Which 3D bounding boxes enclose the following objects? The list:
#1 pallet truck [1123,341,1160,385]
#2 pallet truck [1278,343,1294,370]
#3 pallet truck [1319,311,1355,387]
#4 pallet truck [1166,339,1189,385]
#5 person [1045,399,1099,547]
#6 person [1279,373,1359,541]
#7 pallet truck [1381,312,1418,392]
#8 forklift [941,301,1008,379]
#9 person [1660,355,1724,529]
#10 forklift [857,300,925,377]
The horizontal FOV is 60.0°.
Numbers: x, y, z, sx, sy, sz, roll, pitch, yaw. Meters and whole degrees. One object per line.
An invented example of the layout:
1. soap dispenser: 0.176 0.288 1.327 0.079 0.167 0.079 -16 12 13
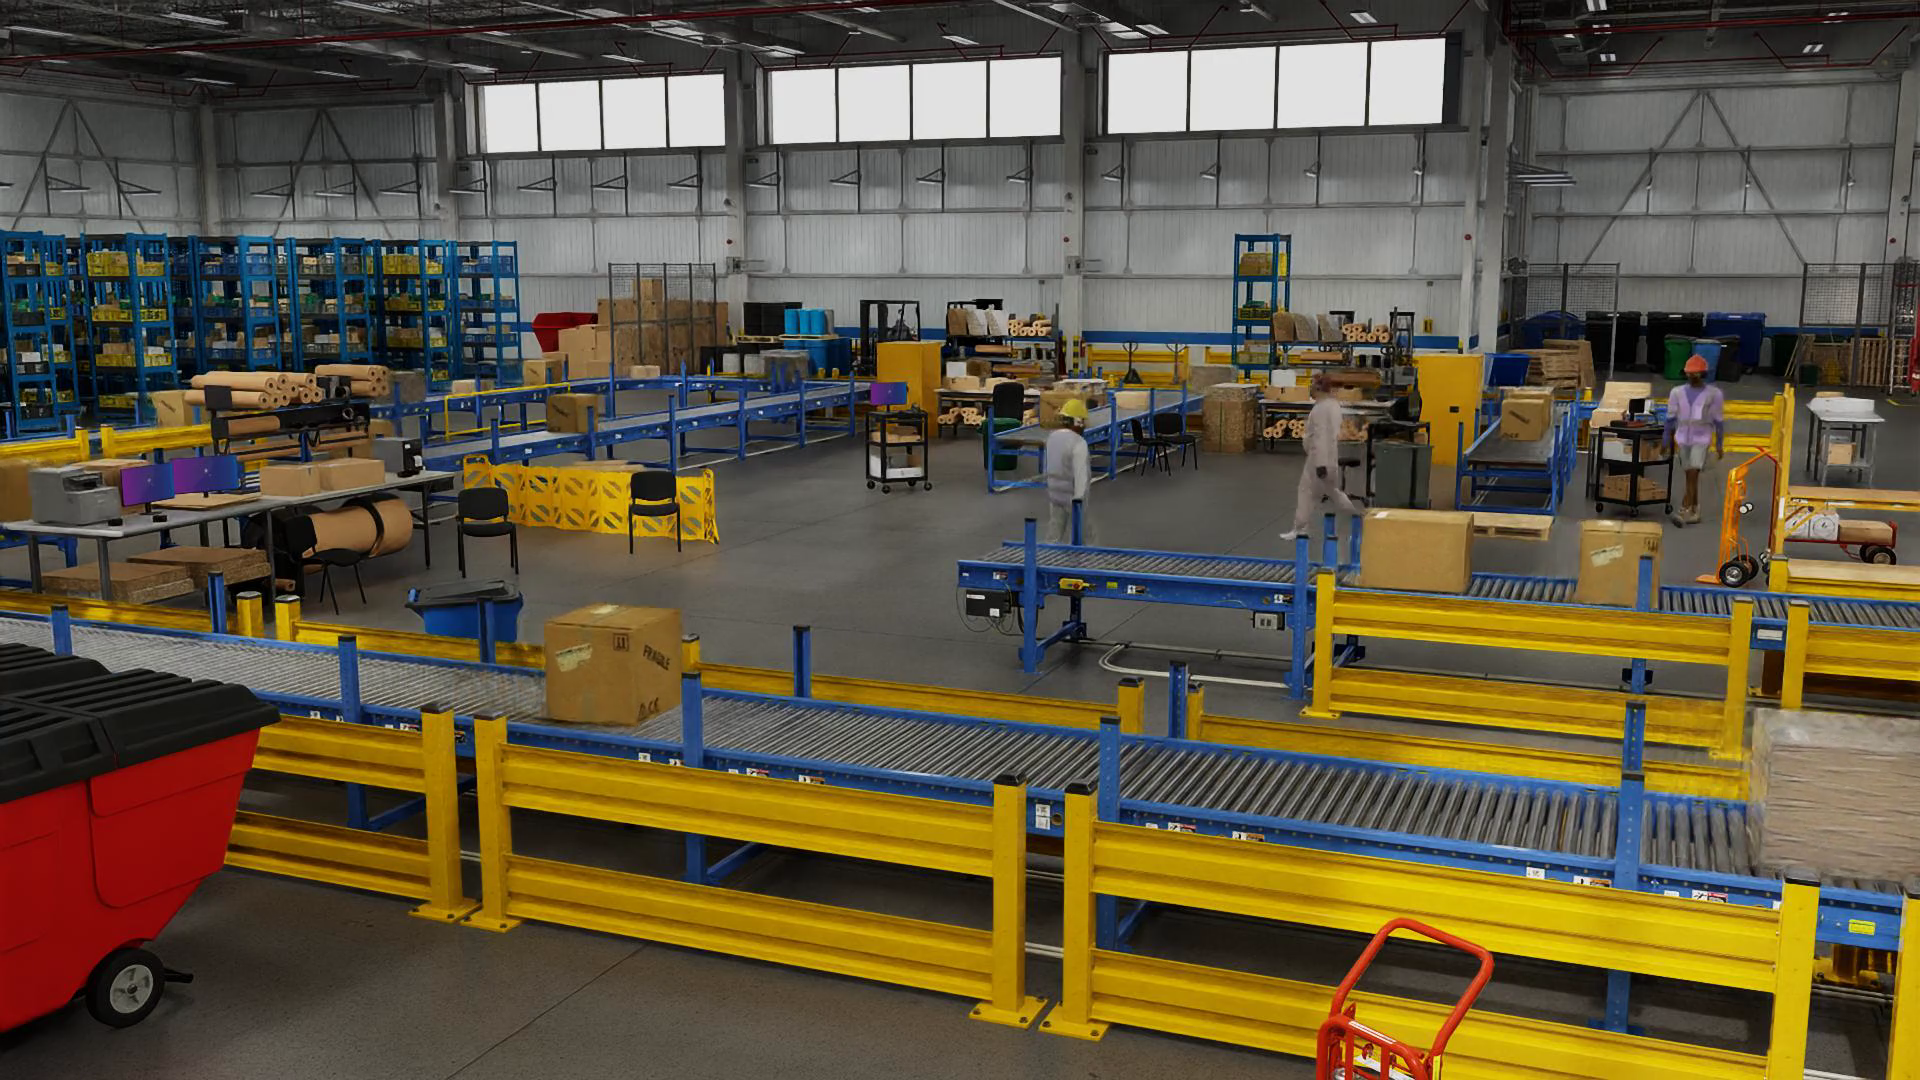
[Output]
1. pallet truck: 4.445 -4.380 41.279 0.680 1.201 1.601 4 10 22
2. pallet truck: 7.886 -4.163 39.743 0.653 1.274 1.630 4 10 22
3. pallet truck: 9.071 -4.419 39.190 0.823 1.965 1.885 5 10 26
4. pallet truck: 5.418 -4.269 40.420 0.704 1.261 1.522 3 10 20
5. person: 1.107 -0.411 15.510 0.802 1.798 0.603 -6 11 -33
6. person: 4.053 -0.904 18.292 0.905 1.876 0.655 5 11 28
7. pallet truck: 10.207 -4.283 38.369 0.823 1.965 1.885 3 10 20
8. forklift: 0.365 -4.966 41.571 1.157 1.987 2.680 3 10 20
9. person: 8.434 -1.127 19.242 1.047 1.990 0.636 -9 13 -43
10. forklift: -1.732 -5.109 42.468 1.157 1.987 2.680 4 10 22
